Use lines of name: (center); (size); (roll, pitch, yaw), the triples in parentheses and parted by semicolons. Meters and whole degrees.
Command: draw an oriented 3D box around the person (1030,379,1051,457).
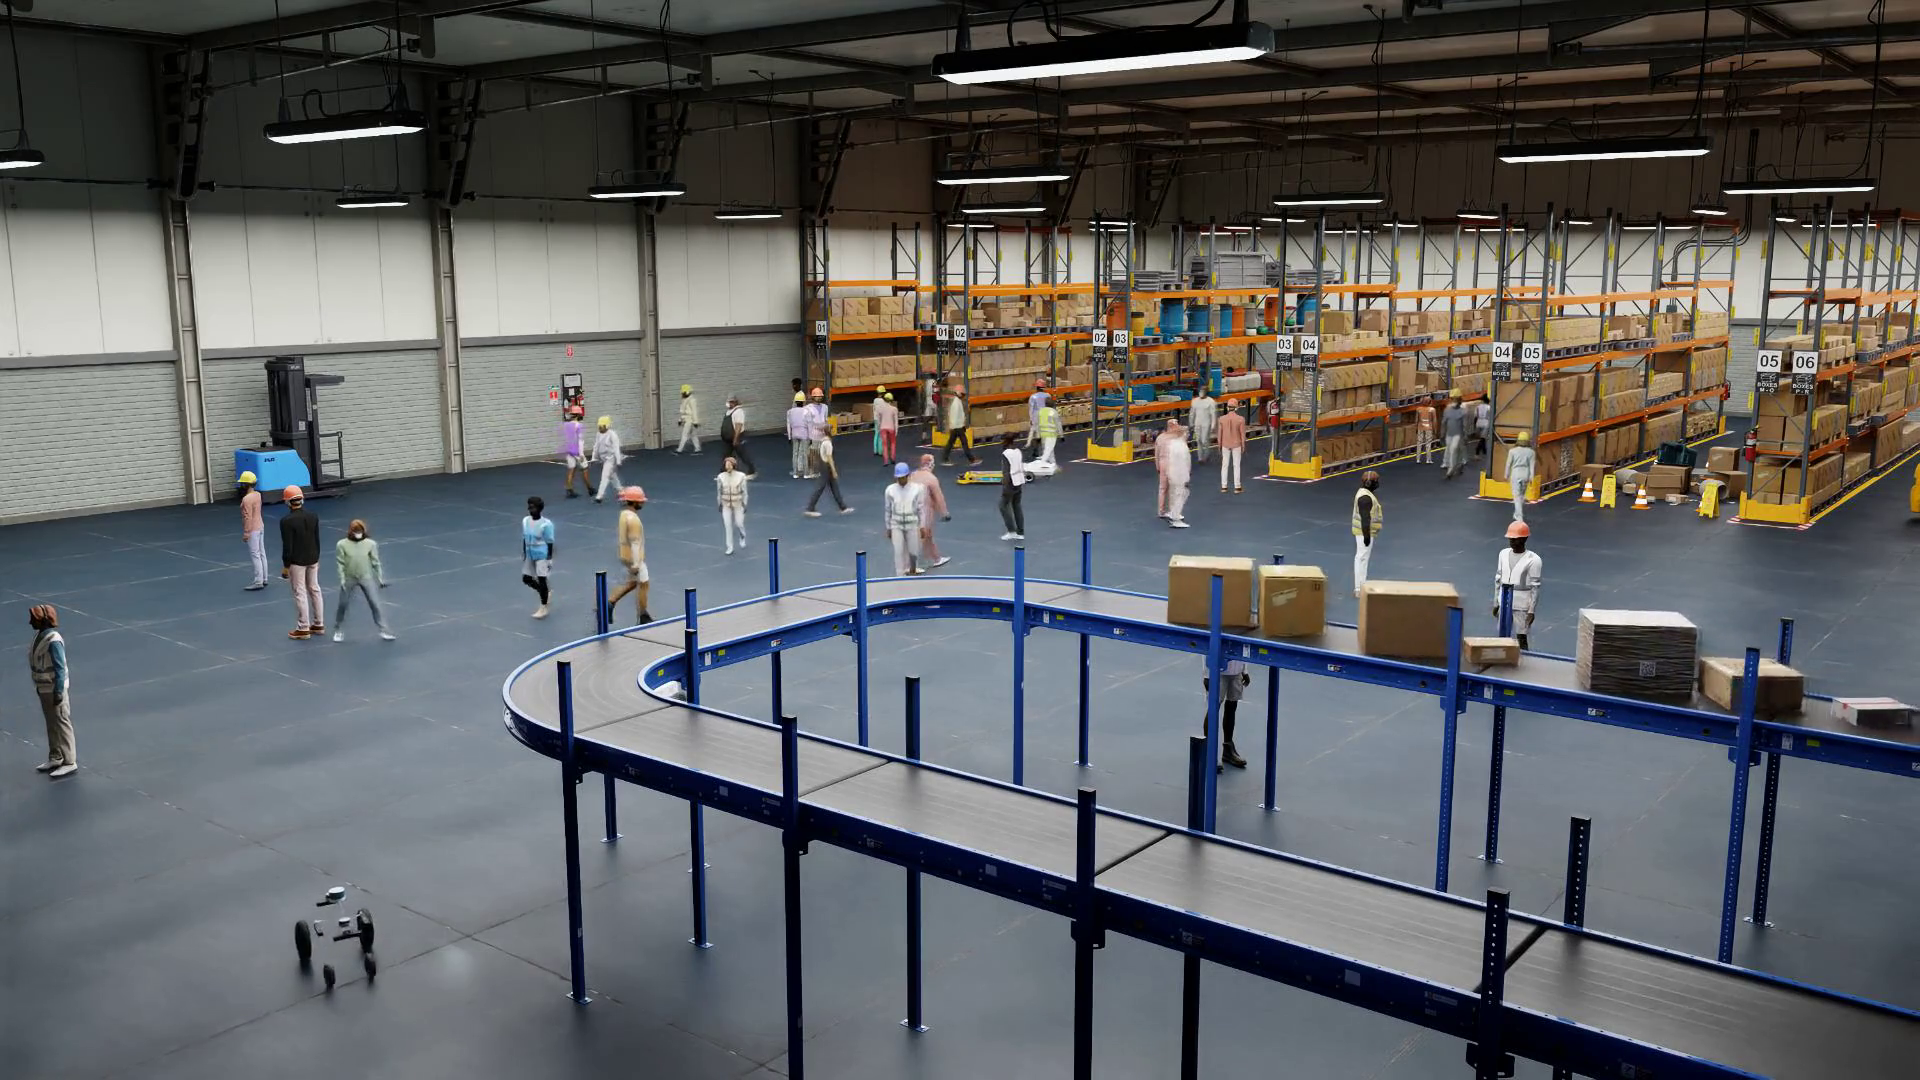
person: (2.016, -3.066, 39.258); (0.551, 1.940, 0.349); (-1, 10, -8)

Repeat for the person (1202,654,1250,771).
person: (2.564, 1.238, 15.034); (0.545, 1.942, 0.352); (-6, 12, -30)

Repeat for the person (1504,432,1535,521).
person: (10.491, -1.174, 29.268); (0.488, 1.708, 0.847); (0, 10, 1)

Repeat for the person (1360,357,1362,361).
person: (14.131, -5.741, 54.581); (0.569, 1.843, 0.373); (10, 14, 44)

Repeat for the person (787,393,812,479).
person: (-3.592, -2.333, 35.170); (0.585, 1.929, 0.371); (2, 10, 13)

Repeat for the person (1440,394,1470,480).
person: (11.206, -2.347, 35.307); (0.852, 1.912, 0.632); (-7, 13, -36)

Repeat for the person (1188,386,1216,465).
person: (5.786, -2.738, 37.488); (0.640, 1.921, 0.542); (8, 13, 37)

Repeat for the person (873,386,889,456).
person: (-1.991, -3.007, 39.424); (0.321, 1.766, 0.535); (-6, 12, -29)

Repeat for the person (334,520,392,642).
person: (-7.713, 0.512, 20.130); (0.683, 1.594, 0.468); (-5, 11, -26)

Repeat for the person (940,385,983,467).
person: (-0.007, -2.721, 37.324); (1.017, 1.939, 0.641); (0, 10, -1)

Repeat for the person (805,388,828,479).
person: (-3.207, -2.405, 35.237); (0.608, 2.048, 0.369); (-8, 13, -38)

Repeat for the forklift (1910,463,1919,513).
forklift: (19.034, -1.348, 28.998); (2.313, 2.155, 1.214); (8, 13, 37)

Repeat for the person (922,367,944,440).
person: (-0.713, -3.730, 42.872); (0.624, 1.991, 1.047); (7, 12, 35)

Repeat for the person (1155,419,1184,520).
person: (4.009, -1.346, 29.685); (0.402, 1.902, 0.652); (-9, 13, -40)

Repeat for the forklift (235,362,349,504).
forklift: (-13.803, -2.244, 32.110); (1.129, 2.768, 1.873); (8, 13, 37)

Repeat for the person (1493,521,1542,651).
person: (6.330, 0.736, 17.864); (0.360, 1.939, 0.543); (-8, 13, -38)

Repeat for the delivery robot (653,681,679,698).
delivery robot: (-3.301, 1.626, 16.609); (0.477, 0.478, 0.707); (4, 11, 23)

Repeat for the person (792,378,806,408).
person: (-4.042, -3.112, 39.447); (0.369, 1.965, 0.608); (-2, 10, -11)

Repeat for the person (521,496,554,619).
person: (-5.759, 0.224, 21.432); (0.552, 1.683, 0.415); (5, 11, 28)

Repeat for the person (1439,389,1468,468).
person: (11.806, -2.666, 37.177); (0.951, 1.889, 0.588); (-8, 13, -40)

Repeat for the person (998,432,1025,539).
person: (0.912, -0.956, 27.560); (0.459, 1.889, 0.606); (5, 11, 28)

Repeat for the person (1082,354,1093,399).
person: (4.067, -4.972, 50.068); (0.640, 1.919, 0.651); (-10, 14, -43)

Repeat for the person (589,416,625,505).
person: (-7.120, -1.623, 31.612); (0.582, 1.783, 0.987); (10, 14, 44)

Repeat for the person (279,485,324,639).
person: (-8.562, 0.277, 20.299); (0.392, 1.991, 0.612); (4, 11, 21)

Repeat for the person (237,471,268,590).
person: (-10.550, -0.147, 23.316); (0.309, 1.772, 0.525); (-1, 10, -6)

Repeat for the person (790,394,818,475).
person: (-3.607, -2.413, 35.794); (0.549, 1.866, 0.595); (-5, 11, -27)

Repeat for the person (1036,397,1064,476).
person: (2.039, -2.381, 35.808); (0.952, 1.802, 0.619); (-9, 13, -40)

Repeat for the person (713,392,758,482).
person: (-4.984, -2.314, 34.865); (0.999, 2.000, 0.690); (-7, 12, -34)

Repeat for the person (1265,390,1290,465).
person: (7.697, -2.738, 37.767); (0.541, 1.811, 0.978); (6, 12, 31)

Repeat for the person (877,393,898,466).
person: (-1.724, -2.667, 37.608); (0.526, 1.733, 0.781); (1, 10, 5)

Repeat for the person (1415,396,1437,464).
person: (11.238, -2.648, 37.773); (0.523, 1.638, 0.313); (7, 12, 35)

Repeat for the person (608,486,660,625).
person: (-4.402, 0.230, 20.784); (0.723, 1.916, 0.556); (-6, 12, -32)

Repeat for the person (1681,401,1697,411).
person: (21.186, -4.107, 45.560); (0.913, 1.777, 0.593); (4, 11, 20)

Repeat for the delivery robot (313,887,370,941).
delivery robot: (-4.305, 2.525, 10.816); (0.335, 0.223, 0.698); (-6, 12, -30)

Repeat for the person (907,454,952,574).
person: (-0.480, -0.420, 24.617); (0.989, 1.852, 0.658); (-7, 12, -33)

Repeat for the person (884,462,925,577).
person: (-0.820, -0.218, 23.263); (0.617, 1.925, 0.550); (1, 10, 3)

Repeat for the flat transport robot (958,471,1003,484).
flat transport robot: (0.679, -1.393, 34.663); (1.431, 0.197, 0.652); (0, 10, 1)

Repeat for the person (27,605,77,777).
person: (-8.641, 1.417, 14.873); (0.522, 1.640, 0.306); (8, 13, 40)

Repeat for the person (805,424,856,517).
person: (-2.524, -1.331, 29.935); (0.985, 1.791, 0.527); (-2, 10, -8)

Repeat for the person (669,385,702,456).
person: (-6.909, -3.004, 39.331); (0.925, 1.783, 0.591); (-5, 11, -26)

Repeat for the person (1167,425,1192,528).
person: (4.074, -1.161, 28.692); (0.431, 1.881, 0.689); (-2, 10, -10)

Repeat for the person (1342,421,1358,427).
person: (11.662, -4.356, 46.501); (0.394, 1.945, 0.614); (-4, 11, -23)

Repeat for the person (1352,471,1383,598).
person: (5.936, -0.095, 22.813); (0.430, 1.845, 0.620); (3, 10, 14)

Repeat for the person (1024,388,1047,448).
person: (2.026, -3.186, 40.897); (0.527, 1.600, 0.693); (6, 12, 29)

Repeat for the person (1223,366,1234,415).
person: (8.223, -4.442, 47.690); (0.534, 1.697, 0.322); (5, 11, 27)

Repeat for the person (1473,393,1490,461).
person: (12.883, -2.775, 38.420); (0.857, 1.654, 0.544); (-6, 12, -32)

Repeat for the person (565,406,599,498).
person: (-7.886, -1.830, 32.401); (0.568, 1.899, 0.814); (7, 12, 36)

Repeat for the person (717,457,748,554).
person: (-3.802, -0.587, 26.176); (0.531, 1.627, 0.414); (1, 10, 6)

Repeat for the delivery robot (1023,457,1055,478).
delivery robot: (1.762, -1.595, 34.736); (0.707, 0.478, 0.477); (0, 10, 1)

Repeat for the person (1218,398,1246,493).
person: (5.754, -2.000, 33.101); (0.610, 1.997, 0.376); (5, 11, 25)
